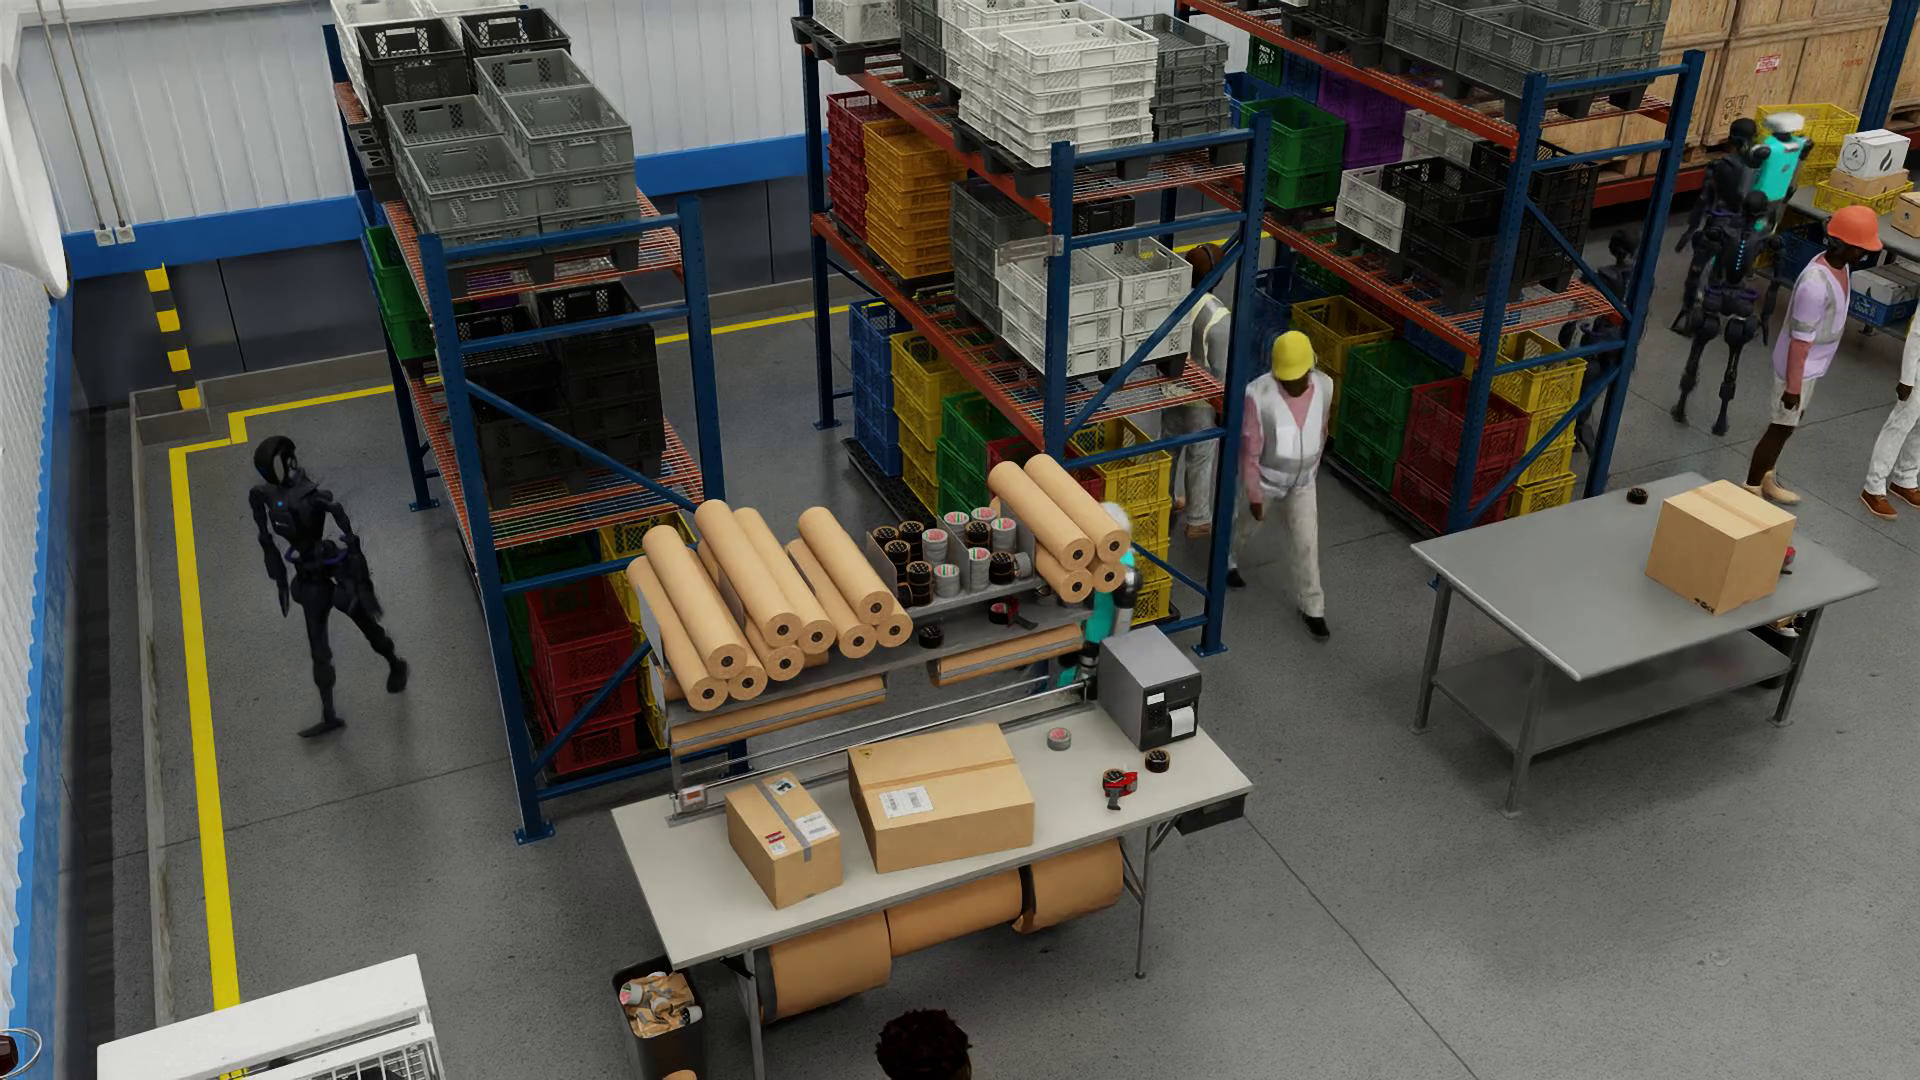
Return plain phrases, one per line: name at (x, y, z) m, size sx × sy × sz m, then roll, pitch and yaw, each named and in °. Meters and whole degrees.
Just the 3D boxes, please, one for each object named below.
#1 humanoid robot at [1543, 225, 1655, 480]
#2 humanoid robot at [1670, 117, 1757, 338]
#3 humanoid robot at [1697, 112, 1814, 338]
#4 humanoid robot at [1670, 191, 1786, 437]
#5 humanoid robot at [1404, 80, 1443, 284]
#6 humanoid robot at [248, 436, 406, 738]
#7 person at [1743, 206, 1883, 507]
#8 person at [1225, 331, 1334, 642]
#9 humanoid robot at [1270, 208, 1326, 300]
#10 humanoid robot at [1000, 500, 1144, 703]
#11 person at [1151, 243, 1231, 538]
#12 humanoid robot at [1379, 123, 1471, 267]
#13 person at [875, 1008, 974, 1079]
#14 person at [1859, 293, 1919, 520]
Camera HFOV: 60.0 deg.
humanoid robot at (4.111, -1.197, 10.627) m, size 0.601 × 1.651 × 0.742 m, roll -5°, pitch 32°, yaw -8°
humanoid robot at (5.655, -2.322, 12.402) m, size 0.616 × 1.656 × 0.350 m, roll -10°, pitch 33°, yaw -15°
humanoid robot at (5.817, -2.435, 12.552) m, size 0.568 × 1.764 × 0.988 m, roll -11°, pitch 33°, yaw -17°
humanoid robot at (5.111, -1.505, 11.099) m, size 0.610 × 1.653 × 0.480 m, roll 14°, pitch 34°, yaw 22°
humanoid robot at (3.824, -2.652, 12.885) m, size 0.893 × 1.761 × 0.540 m, roll 10°, pitch 33°, yaw 16°
humanoid robot at (-3.175, 0.195, 8.353) m, size 0.630 × 1.623 × 0.754 m, roll 8°, pitch 32°, yaw 12°
person at (5.100, -1.048, 10.000) m, size 0.403 × 2.031 × 0.609 m, roll 21°, pitch 37°, yaw 30°
person at (1.752, -0.365, 9.133) m, size 0.588 × 1.777 × 0.921 m, roll -10°, pitch 33°, yaw -15°
humanoid robot at (2.609, -2.573, 12.806) m, size 0.373 × 1.652 × 0.591 m, roll 22°, pitch 38°, yaw 32°
humanoid robot at (0.397, 0.647, 7.423) m, size 0.730 × 1.701 × 0.535 m, roll -12°, pitch 34°, yaw -18°
person at (1.402, -0.890, 9.917) m, size 0.429 × 1.844 × 0.622 m, roll -21°, pitch 37°, yaw -30°
humanoid robot at (3.191, -2.269, 12.282) m, size 0.957 × 1.769 × 0.533 m, roll 22°, pitch 38°, yaw 32°
person at (-0.095, 2.121, 4.908) m, size 0.368 × 1.966 × 0.605 m, roll 6°, pitch 32°, yaw 9°
person at (5.933, -1.022, 10.088) m, size 0.573 × 1.886 × 0.355 m, roll -11°, pitch 33°, yaw -17°
